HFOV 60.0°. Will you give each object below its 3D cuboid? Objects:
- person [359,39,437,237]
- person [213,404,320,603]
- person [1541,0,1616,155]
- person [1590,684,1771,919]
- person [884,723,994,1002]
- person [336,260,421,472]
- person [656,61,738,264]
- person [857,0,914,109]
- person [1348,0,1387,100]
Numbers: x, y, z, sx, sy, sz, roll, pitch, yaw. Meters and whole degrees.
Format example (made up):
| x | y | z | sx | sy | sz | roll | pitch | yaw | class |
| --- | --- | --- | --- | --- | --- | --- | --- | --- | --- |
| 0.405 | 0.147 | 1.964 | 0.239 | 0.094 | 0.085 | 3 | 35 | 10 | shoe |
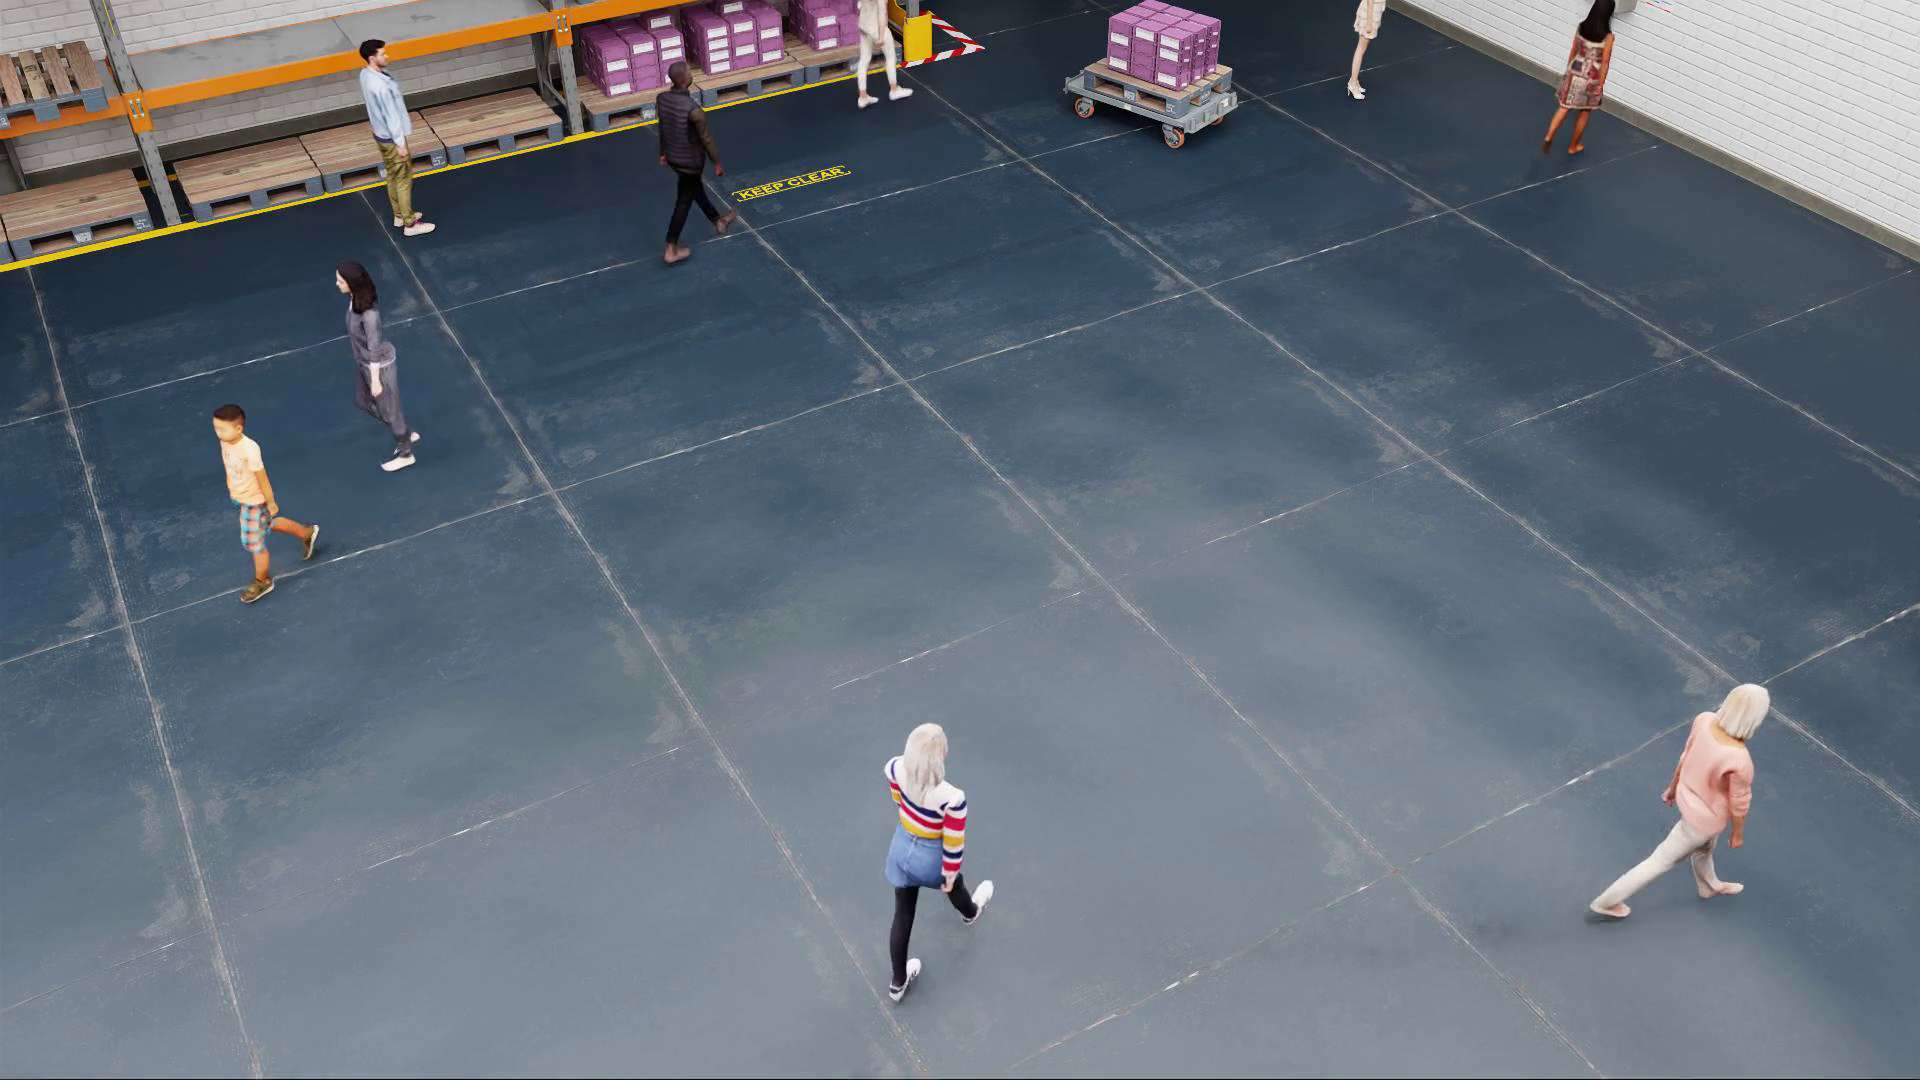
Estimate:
| x | y | z | sx | sy | sz | roll | pitch | yaw | class |
| --- | --- | --- | --- | --- | --- | --- | --- | --- | --- |
| -5.193 | -3.667 | 15.150 | 0.568 | 1.809 | 0.681 | -23 | 44 | -26 | person |
| -4.740 | -0.318 | 11.254 | 0.762 | 1.437 | 1.016 | 25 | 45 | 28 | person |
| 6.089 | -4.526 | 16.367 | 0.962 | 1.632 | 0.771 | -30 | 47 | -32 | person |
| 3.859 | 1.453 | 8.845 | 1.242 | 1.677 | 0.901 | -6 | 39 | -8 | person |
| -0.243 | 1.674 | 8.498 | 0.982 | 1.764 | 1.189 | 21 | 43 | 24 | person |
| -4.188 | -1.288 | 12.215 | 0.618 | 1.754 | 0.625 | -16 | 41 | -19 | person |
| -2.481 | -3.290 | 14.702 | 0.969 | 1.780 | 1.266 | 30 | 47 | 32 | person |
| -0.967 | -5.309 | 17.305 | 0.723 | 1.686 | 0.919 | 31 | 48 | 33 | person |
| 4.305 | -5.530 | 17.539 | 0.723 | 1.739 | 0.658 | 11 | 40 | 13 | person |
